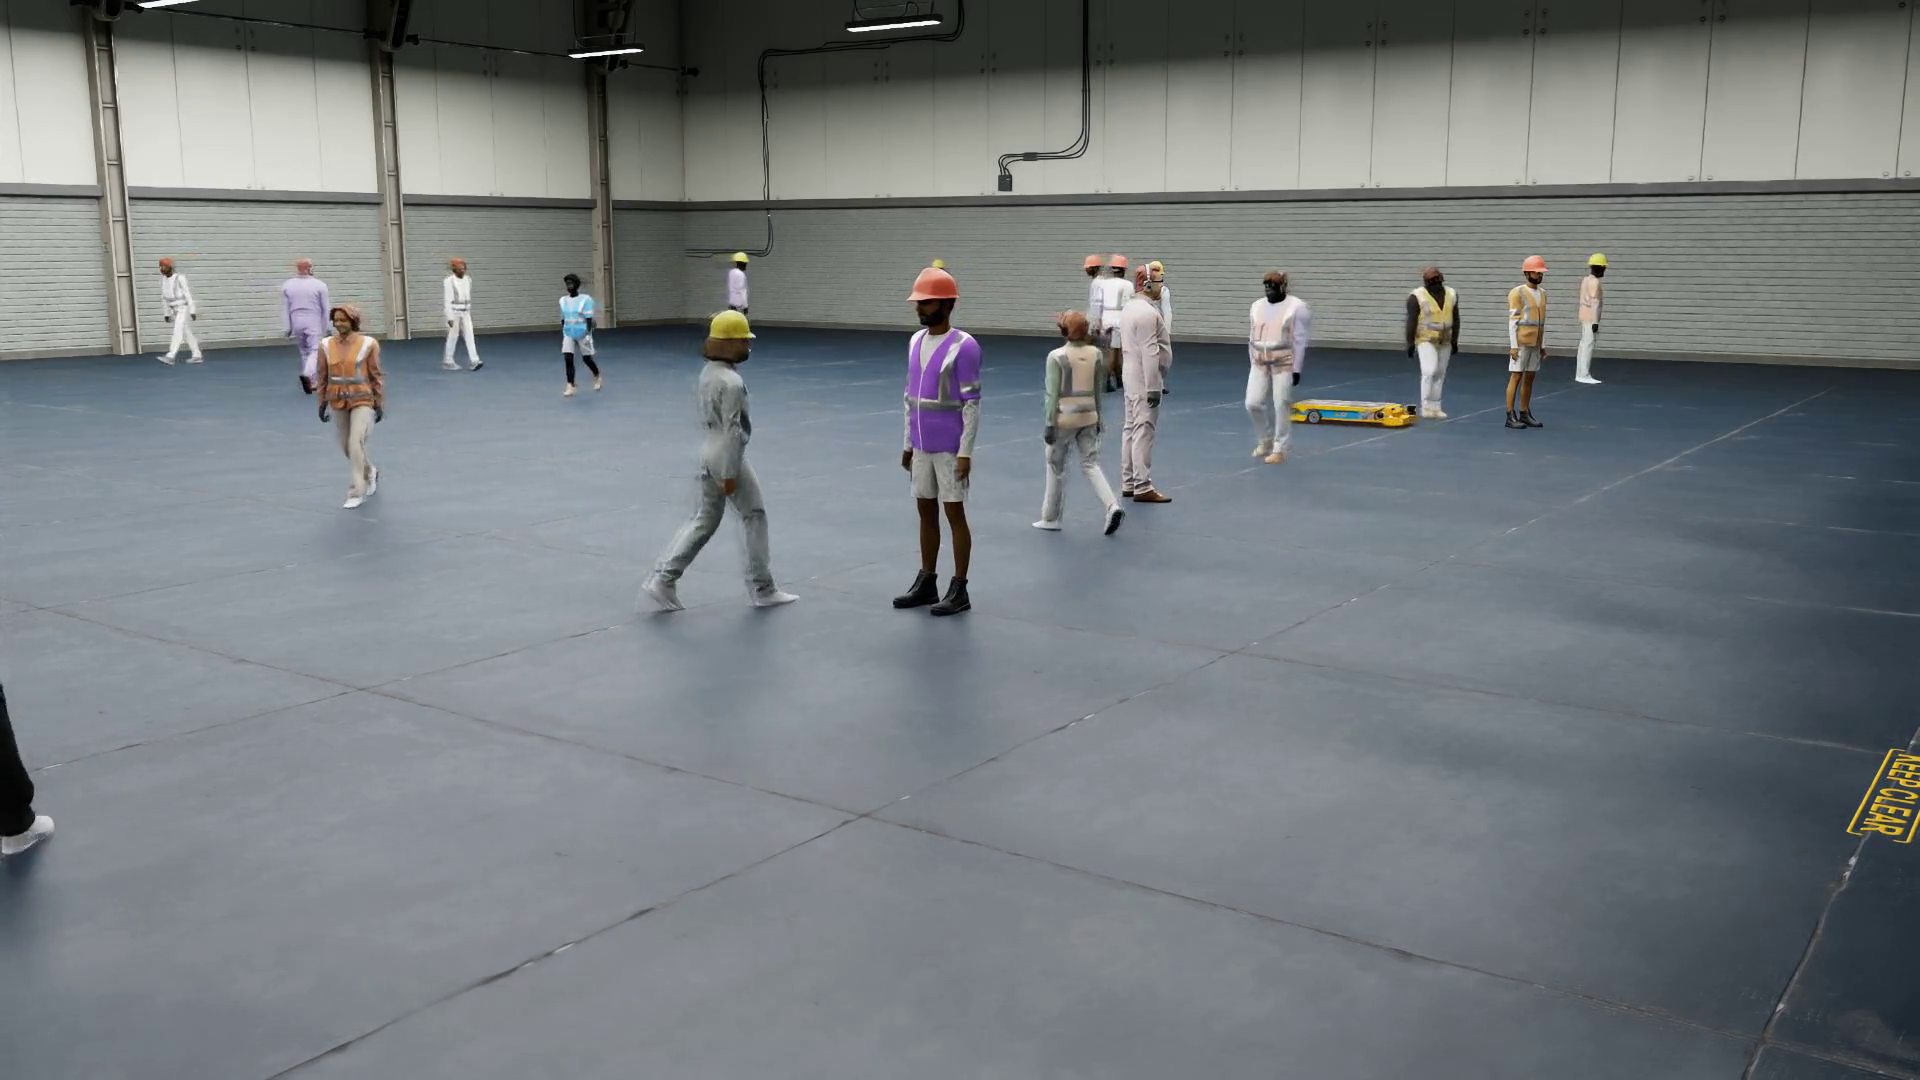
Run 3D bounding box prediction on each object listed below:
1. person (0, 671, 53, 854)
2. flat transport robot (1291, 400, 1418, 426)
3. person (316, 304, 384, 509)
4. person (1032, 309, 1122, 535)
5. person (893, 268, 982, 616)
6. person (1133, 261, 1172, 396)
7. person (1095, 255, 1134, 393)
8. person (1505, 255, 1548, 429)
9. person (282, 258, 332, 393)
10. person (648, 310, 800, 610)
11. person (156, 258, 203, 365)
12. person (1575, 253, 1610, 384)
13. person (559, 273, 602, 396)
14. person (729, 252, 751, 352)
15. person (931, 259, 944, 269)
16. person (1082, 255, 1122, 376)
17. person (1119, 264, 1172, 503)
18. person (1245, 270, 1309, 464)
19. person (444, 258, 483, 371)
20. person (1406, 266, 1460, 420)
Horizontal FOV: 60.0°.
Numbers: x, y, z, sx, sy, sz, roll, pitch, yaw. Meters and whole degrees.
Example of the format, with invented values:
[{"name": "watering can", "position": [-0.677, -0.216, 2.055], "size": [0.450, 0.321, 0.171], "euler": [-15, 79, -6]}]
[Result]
[{"name": "person", "position": [-3.376, 0.218, 5.302], "size": [0.580, 1.850, 0.959], "euler": [-1, 10, -4]}, {"name": "flat transport robot", "position": [4.507, -1.484, 19.259], "size": [1.431, 0.197, 0.652], "euler": [6, 12, 29]}, {"name": "person", "position": [-4.846, -1.088, 13.301], "size": [0.518, 1.611, 0.737], "euler": [1, 10, 5]}, {"name": "person", "position": [0.834, -0.832, 11.849], "size": [0.533, 1.616, 0.737], "euler": [-7, 12, -35]}, {"name": "person", "position": [-0.132, -0.546, 9.332], "size": [0.365, 1.939, 0.542], "euler": [-10, 14, -43]}, {"name": "person", "position": [2.637, -2.885, 22.729], "size": [0.599, 1.830, 0.403], "euler": [8, 13, 38]}, {"name": "person", "position": [2.255, -3.031, 23.366], "size": [0.552, 1.893, 0.941], "euler": [9, 13, 41]}, {"name": "person", "position": [6.401, -2.220, 18.711], "size": [0.542, 1.939, 0.361], "euler": [-6, 12, -31]}, {"name": "person", "position": [-9.091, -2.982, 23.165], "size": [0.652, 1.881, 0.850], "euler": [0, 10, 2]}, {"name": "person", "position": [-1.364, -0.443, 9.403], "size": [0.822, 1.710, 0.487], "euler": [-6, 12, -31]}, {"name": "person", "position": [-13.518, -3.932, 28.656], "size": [0.601, 1.816, 0.949], "euler": [6, 12, 31]}, {"name": "person", "position": [9.404, -3.288, 24.723], "size": [0.382, 1.924, 0.594], "euler": [2, 10, 8]}, {"name": "person", "position": [-5.211, -2.819, 22.799], "size": [0.533, 1.673, 0.677], "euler": [3, 10, 14]}, {"name": "person", "position": [-4.181, -4.535, 31.765], "size": [0.427, 1.903, 0.612], "euler": [-5, 11, -28]}, {"name": "person", "position": [-0.428, -4.751, 33.384], "size": [0.418, 1.750, 0.550], "euler": [-10, 14, -44]}, {"name": "person", "position": [2.101, -3.501, 26.043], "size": [0.983, 1.879, 0.590], "euler": [0, 10, 0]}, {"name": "person", "position": [1.505, -1.261, 13.430], "size": [0.409, 1.908, 0.639], "euler": [-2, 10, -10]}, {"name": "person", "position": [2.974, -1.627, 15.713], "size": [0.628, 1.829, 0.447], "euler": [8, 13, 37]}, {"name": "person", "position": [-8.143, -3.664, 27.087], "size": [0.958, 1.829, 0.594], "euler": [6, 12, 31]}, {"name": "person", "position": [5.585, -2.312, 19.621], "size": [0.612, 1.803, 0.535], "euler": [-3, 11, -17]}]
